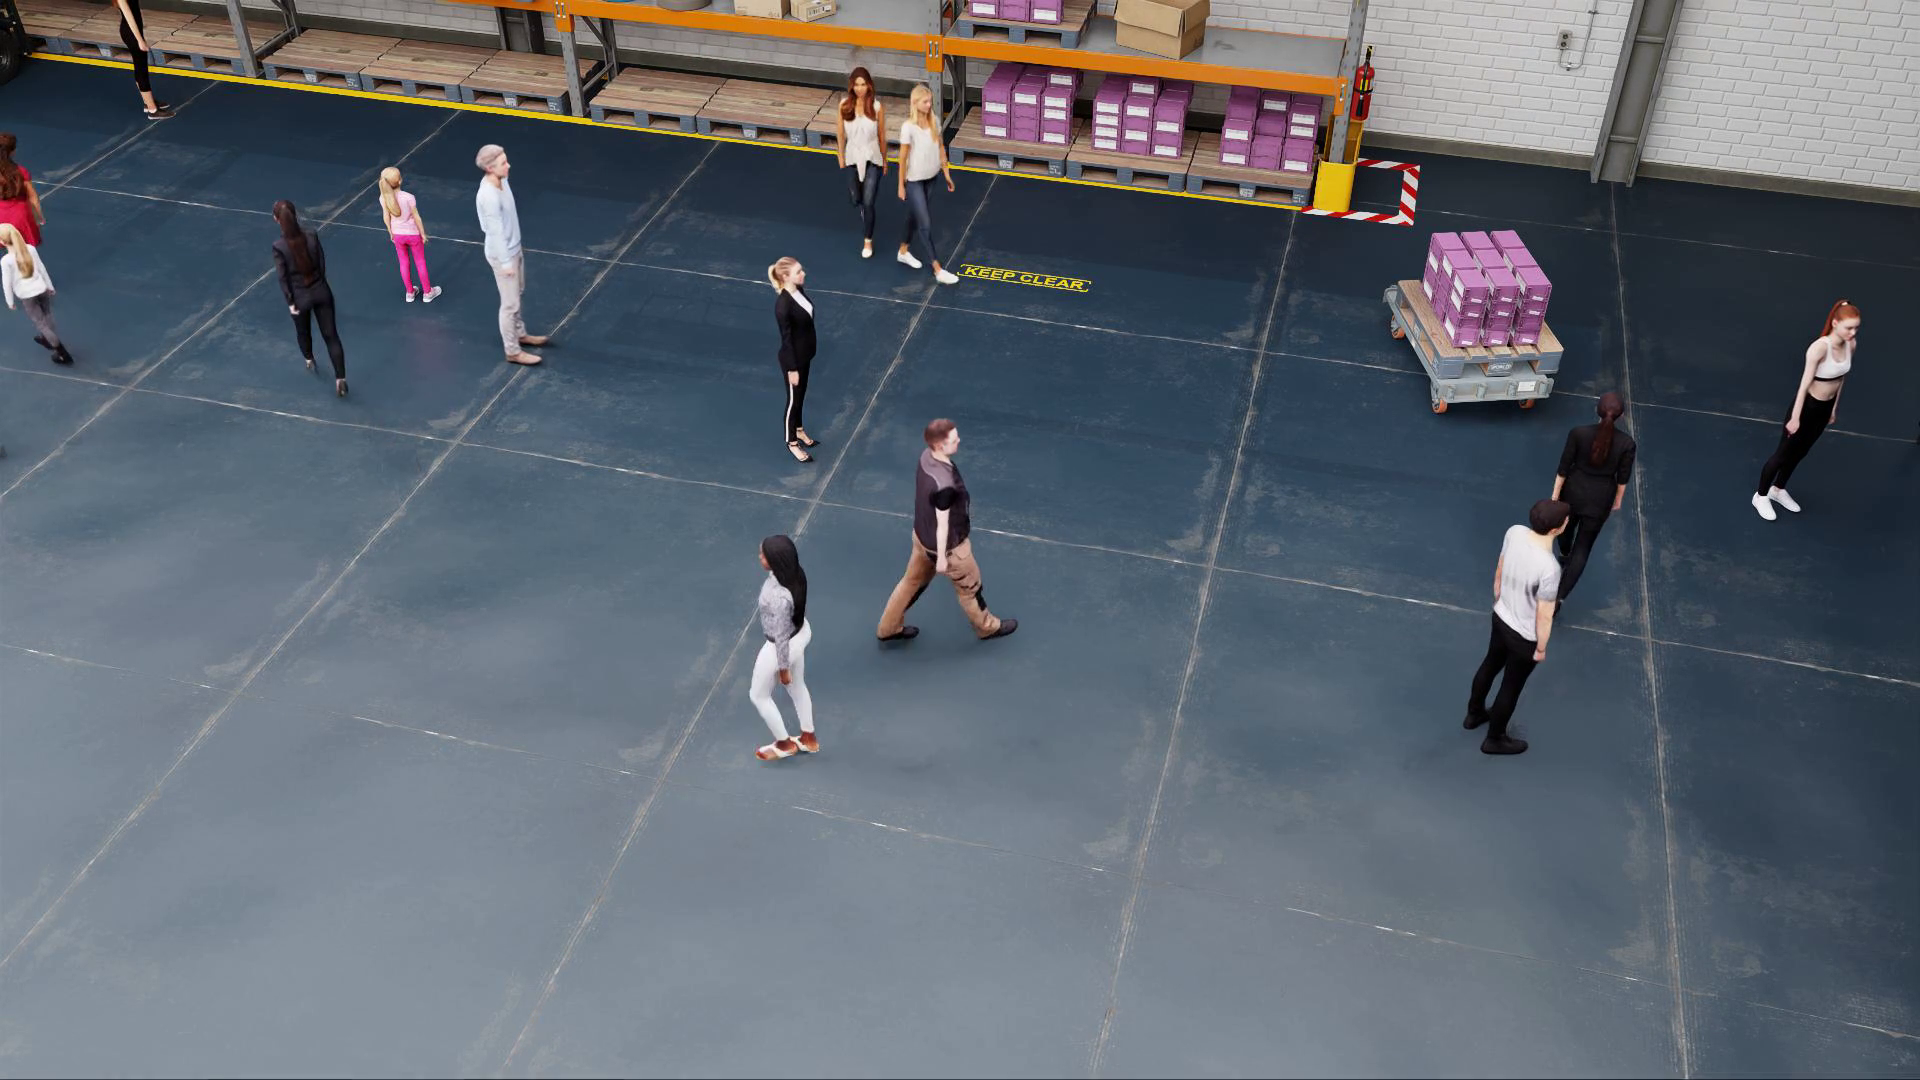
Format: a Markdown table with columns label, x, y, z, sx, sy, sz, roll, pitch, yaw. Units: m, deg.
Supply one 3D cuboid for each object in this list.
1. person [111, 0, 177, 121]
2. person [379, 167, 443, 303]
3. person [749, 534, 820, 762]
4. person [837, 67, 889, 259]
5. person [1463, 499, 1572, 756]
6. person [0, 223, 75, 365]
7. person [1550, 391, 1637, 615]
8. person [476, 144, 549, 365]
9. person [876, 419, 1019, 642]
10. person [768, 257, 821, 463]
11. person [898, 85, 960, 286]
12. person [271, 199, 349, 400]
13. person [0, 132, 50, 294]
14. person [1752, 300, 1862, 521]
| label | x | y | z | sx | sy | sz | roll | pitch | yaw |
| --- | --- | --- | --- | --- | --- | --- | --- | --- | --- |
| person | -8.681 | -5.295 | 17.447 | 0.703 | 1.726 | 0.645 | -19 | 43 | -23 |
| person | -4.838 | -2.674 | 14.530 | 0.494 | 1.271 | 0.579 | 3 | 39 | 4 |
| person | -0.970 | 0.656 | 10.005 | 0.602 | 1.713 | 0.628 | 7 | 39 | 9 |
| person | -0.864 | -3.482 | 15.147 | 0.915 | 1.762 | 0.781 | 2 | 39 | 2 |
| person | 3.376 | 0.507 | 10.071 | 0.733 | 1.862 | 0.743 | -10 | 40 | -13 |
| person | -7.610 | -2.010 | 13.707 | 0.827 | 1.259 | 0.620 | 19 | 42 | 22 |
| person | 4.188 | -0.211 | 11.165 | 1.085 | 1.620 | 0.854 | 19 | 42 | 22 |
| person | -3.737 | -2.348 | 13.626 | 0.672 | 1.888 | 0.725 | -1 | 39 | -1 |
| person | -0.224 | 0.000 | 10.761 | 1.293 | 1.794 | 1.090 | -10 | 40 | -12 |
| person | -1.245 | -1.367 | 12.544 | 0.570 | 1.707 | 0.621 | 6 | 39 | 8 |
| person | -0.423 | -3.196 | 14.780 | 1.124 | 1.773 | 0.887 | 28 | 46 | 30 |
| person | -5.111 | -1.880 | 13.209 | 0.895 | 1.678 | 1.009 | -26 | 45 | -29 |
| person | -8.227 | -2.795 | 14.472 | 0.671 | 1.531 | 0.766 | -13 | 40 | -16 |
| person | 6.121 | -0.938 | 11.978 | 0.643 | 1.742 | 0.725 | -15 | 41 | -18 |
